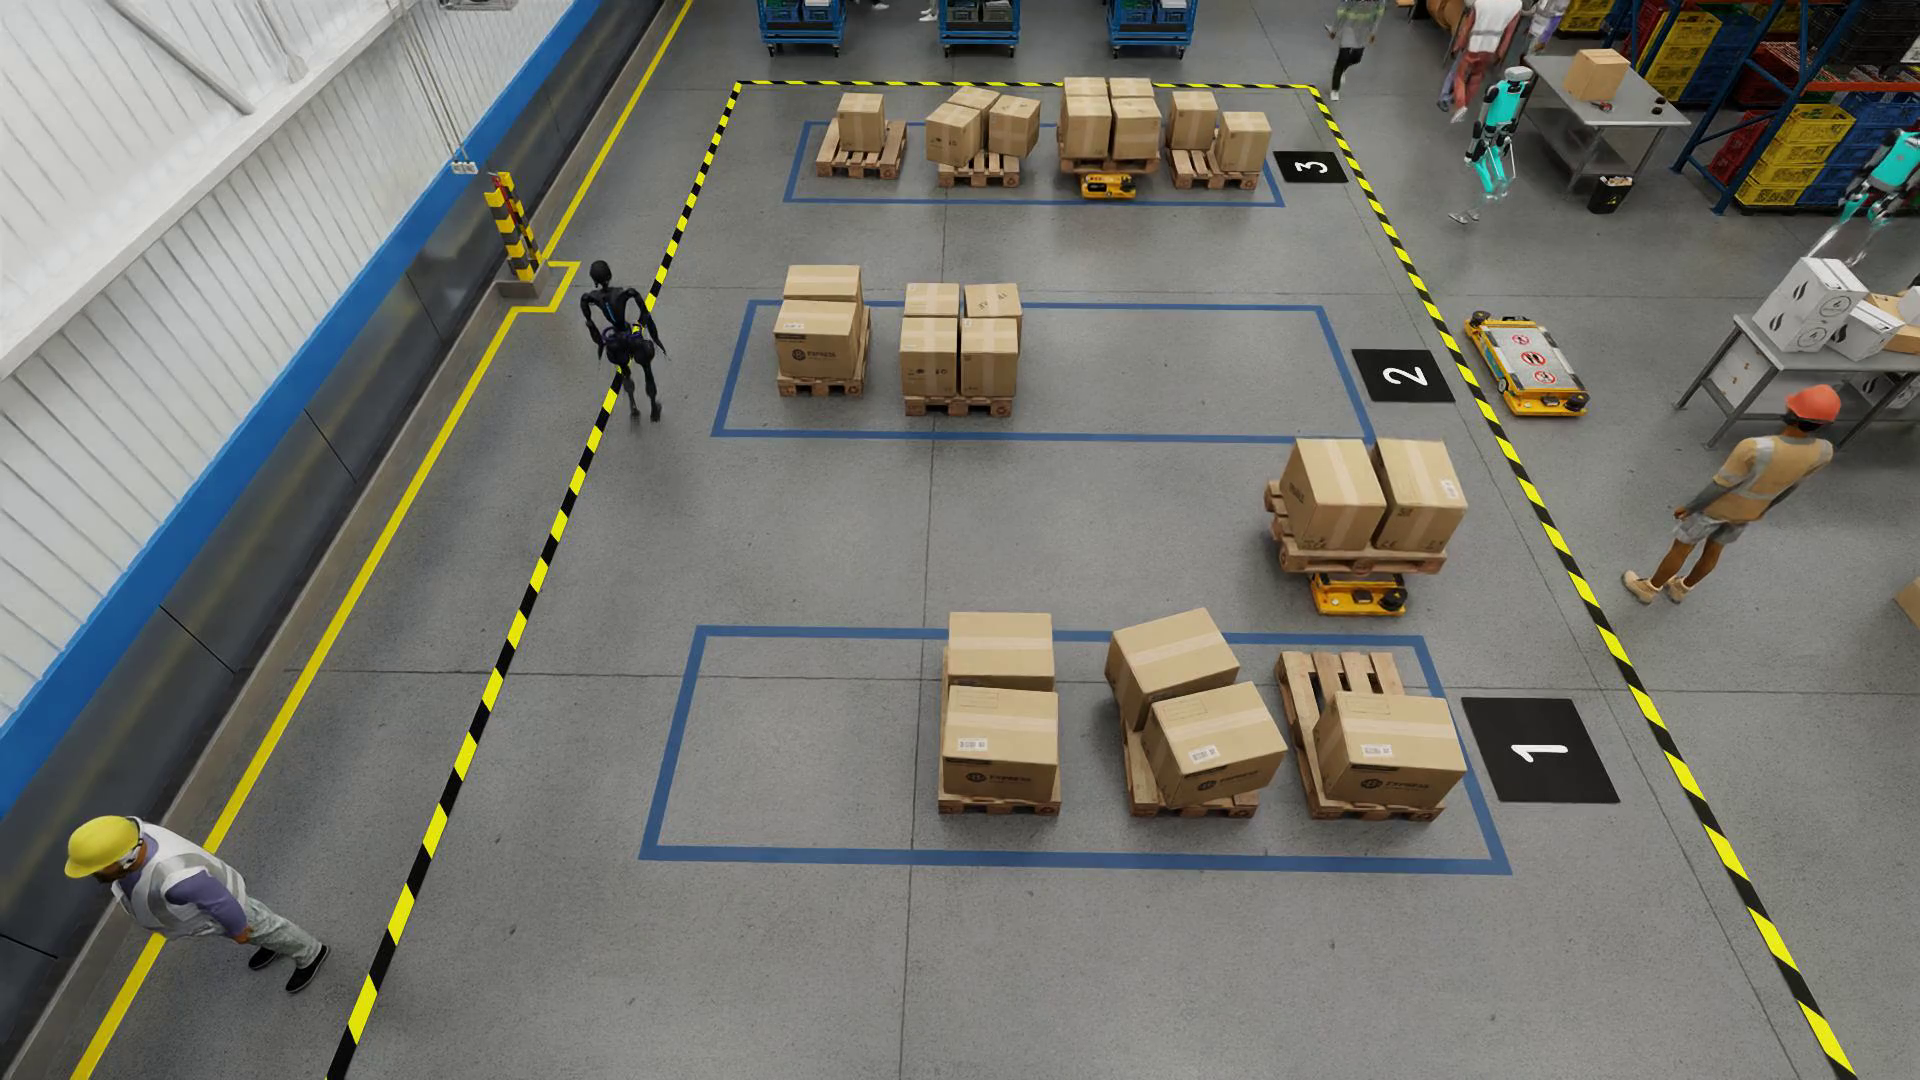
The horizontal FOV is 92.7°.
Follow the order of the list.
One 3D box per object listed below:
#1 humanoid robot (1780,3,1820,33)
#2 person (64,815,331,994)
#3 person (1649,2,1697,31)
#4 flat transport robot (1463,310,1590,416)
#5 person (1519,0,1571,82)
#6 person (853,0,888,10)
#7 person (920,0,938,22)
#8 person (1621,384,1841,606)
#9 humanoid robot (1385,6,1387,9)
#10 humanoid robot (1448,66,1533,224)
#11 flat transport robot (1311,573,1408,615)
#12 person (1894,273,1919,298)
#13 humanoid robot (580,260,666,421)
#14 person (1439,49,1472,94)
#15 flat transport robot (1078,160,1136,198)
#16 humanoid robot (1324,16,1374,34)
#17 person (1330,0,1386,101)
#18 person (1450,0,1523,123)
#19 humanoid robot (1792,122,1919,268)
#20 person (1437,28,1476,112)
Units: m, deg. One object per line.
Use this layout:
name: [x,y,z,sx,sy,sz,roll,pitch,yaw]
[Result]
humanoid robot: [13.249,-8.655,14.110,0.602,1.645,0.506,-10,50,-8]
person: [-3.991,1.921,4.833,0.589,1.837,0.404,21,52,17]
person: [10.154,-7.488,13.037,0.484,1.744,0.294,4,49,4]
flat transport robot: [5.573,-1.757,9.054,0.659,0.231,1.431,1,49,1]
person: [7.750,-6.849,12.291,0.393,2.038,0.613,5,49,4]
person: [-1.517,-9.526,14.735,0.557,1.855,0.512,-18,51,-15]
person: [-0.506,-9.239,14.471,0.313,1.869,0.533,3,49,3]
person: [5.530,-0.275,6.599,0.610,2.041,0.391,1,49,1]
humanoid robot: [7.378,-9.564,14.910,0.815,1.603,0.590,10,50,9]
humanoid robot: [5.999,-4.300,10.199,0.533,1.671,0.735,-11,50,-10]
flat transport robot: [3.133,-0.011,7.525,0.652,0.197,1.431,1,49,1]
person: [10.337,-3.159,9.236,0.331,1.836,0.506,-22,53,-18]
humanoid robot: [-2.951,-1.752,8.114,0.602,1.646,0.349,-7,49,-6]
person: [7.209,-7.128,12.613,0.457,1.910,0.562,4,49,4]
flat transport robot: [1.841,-4.813,11.681,0.652,0.197,1.431,1,49,1]
humanoid robot: [6.104,-8.331,13.773,0.558,1.736,1.021,-32,56,-25]
person: [5.430,-7.054,12.612,0.598,1.818,0.680,2,49,1]
person: [6.829,-6.416,12.014,0.645,1.891,0.556,7,50,6]
humanoid robot: [9.857,-3.651,9.748,0.933,1.793,0.561,-20,52,-16]
person: [6.998,-6.732,12.369,0.525,1.768,0.328,-14,51,-12]
